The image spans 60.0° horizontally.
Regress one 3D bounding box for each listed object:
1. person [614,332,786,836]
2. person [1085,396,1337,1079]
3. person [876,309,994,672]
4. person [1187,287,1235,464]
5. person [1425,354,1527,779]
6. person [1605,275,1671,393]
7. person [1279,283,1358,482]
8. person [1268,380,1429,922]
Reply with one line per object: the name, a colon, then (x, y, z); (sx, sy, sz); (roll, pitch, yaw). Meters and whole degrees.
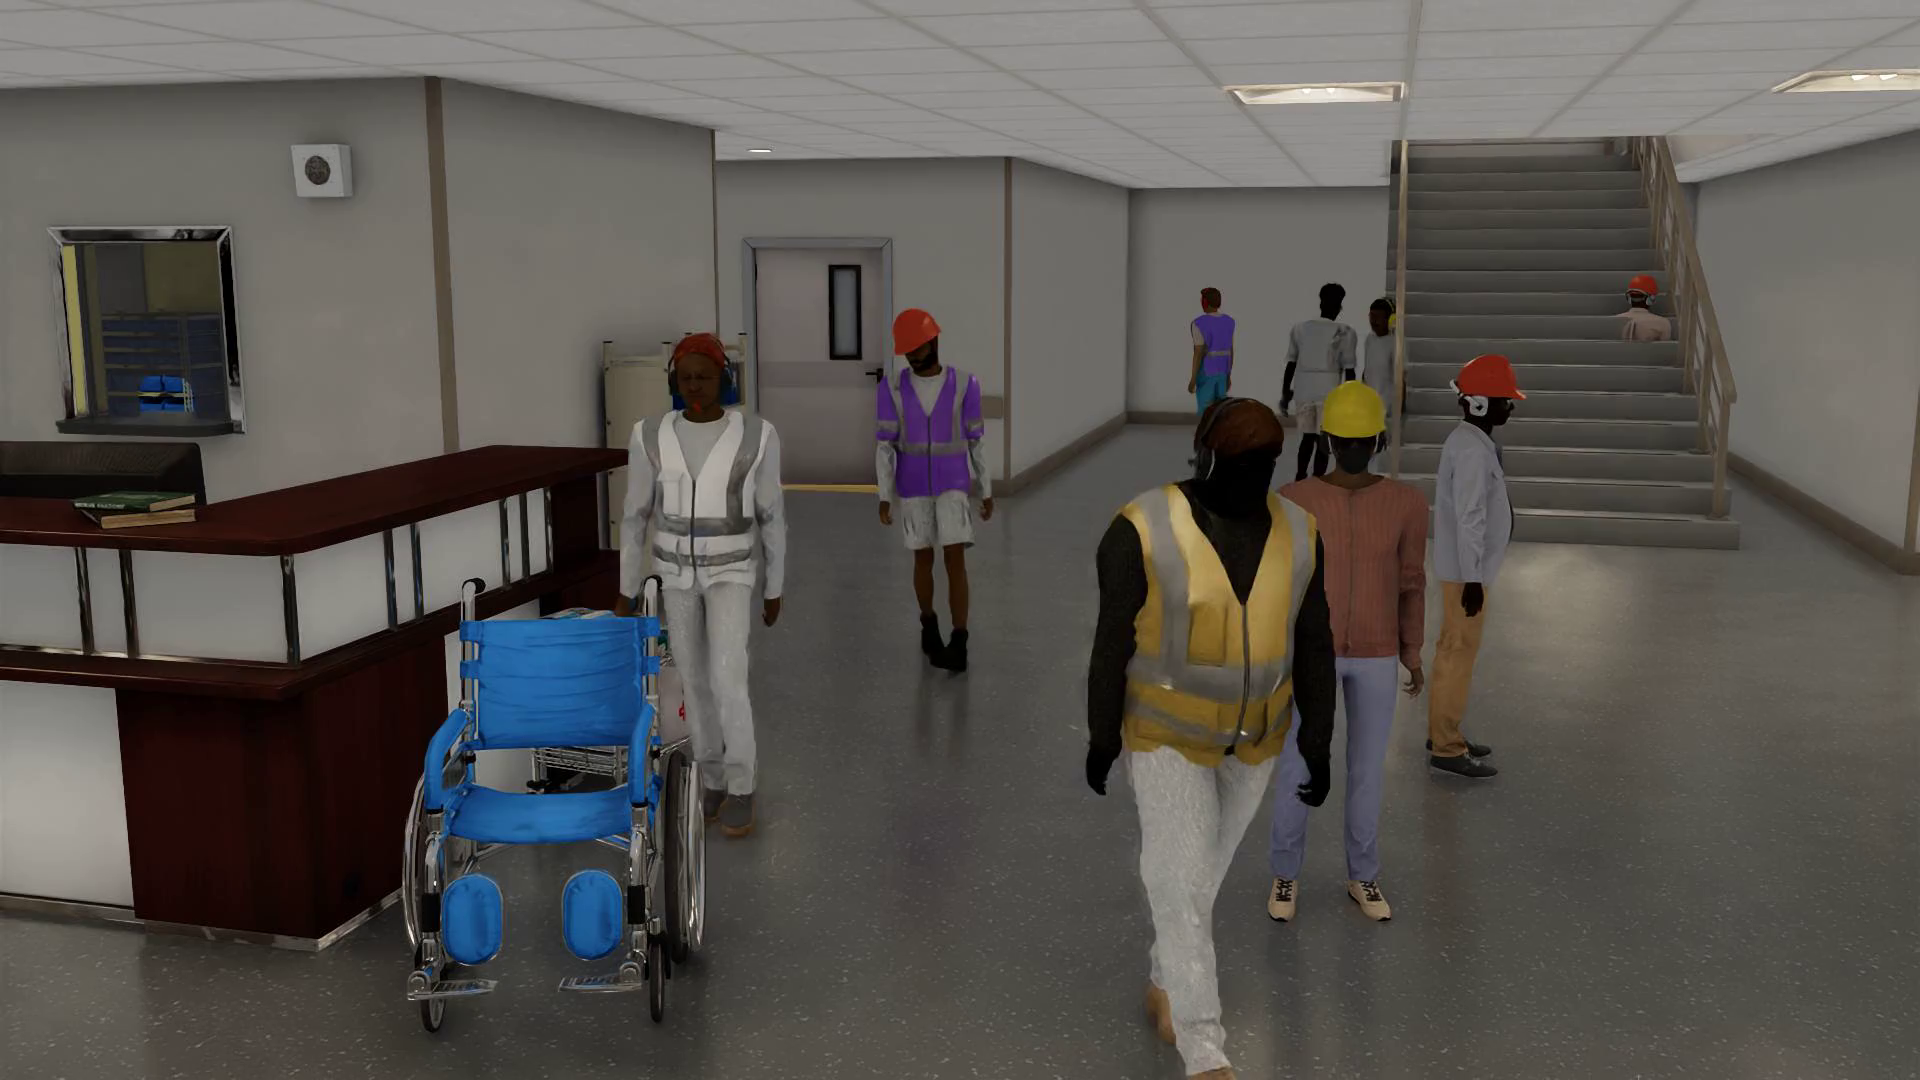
person: (-0.976, 0.175, 6.173); (0.592, 1.866, 0.571); (2, 10, 10)
person: (0.684, 0.538, 4.276); (0.631, 1.795, 0.924); (-3, 10, -18)
person: (-0.134, -0.266, 8.754); (0.620, 1.875, 0.814); (1, 10, 3)
person: (2.626, -1.699, 17.294); (0.572, 1.843, 0.373); (-7, 12, -35)
person: (2.153, 0.102, 6.956); (0.342, 1.748, 0.573); (2, 10, 14)
person: (6.065, -1.375, 14.941); (0.622, 1.992, 0.394); (7, 12, 37)
person: (3.092, -1.248, 14.378); (0.660, 1.926, 0.544); (7, 12, 35)
person: (1.237, 0.369, 5.353); (0.532, 1.767, 0.328); (0, 10, 0)
